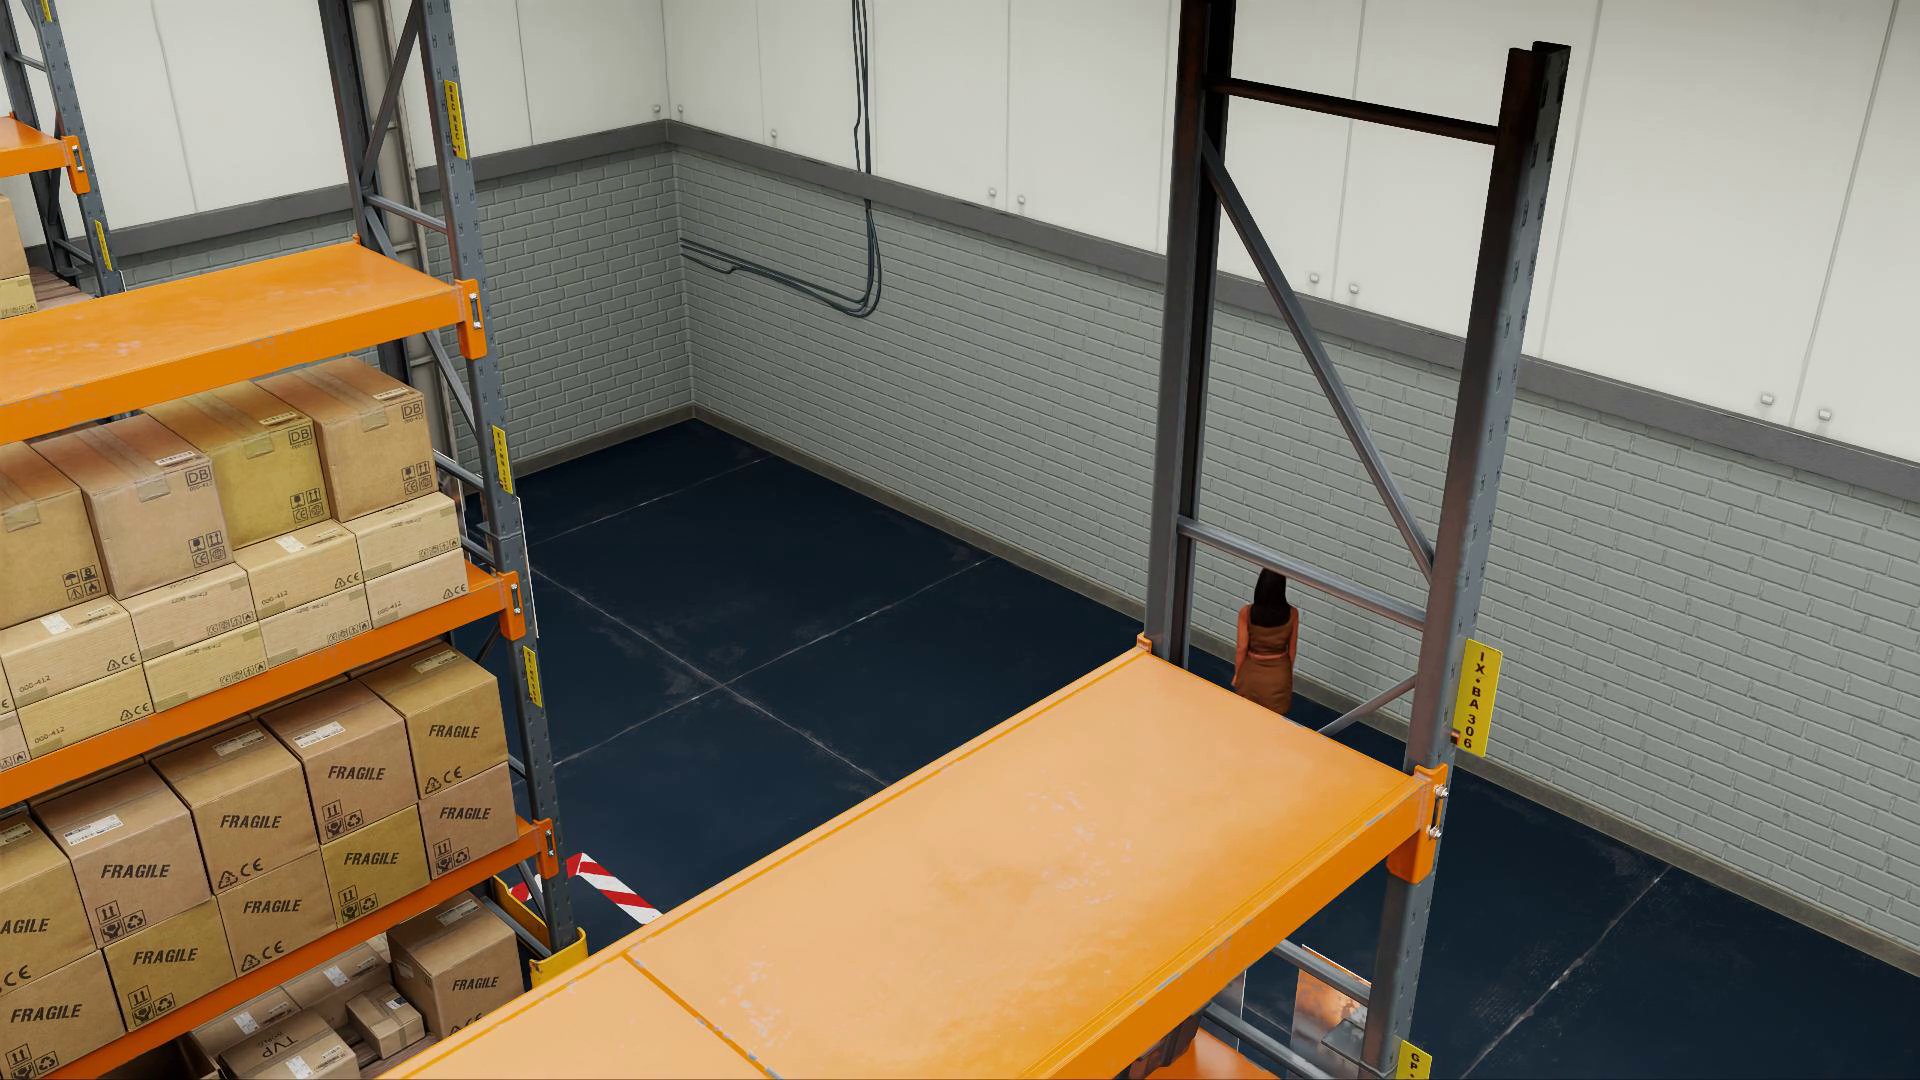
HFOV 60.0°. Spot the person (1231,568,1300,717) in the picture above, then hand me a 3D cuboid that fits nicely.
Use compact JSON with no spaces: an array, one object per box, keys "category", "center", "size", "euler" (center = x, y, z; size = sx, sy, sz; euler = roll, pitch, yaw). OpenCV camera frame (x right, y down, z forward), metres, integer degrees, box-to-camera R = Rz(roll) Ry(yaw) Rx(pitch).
[{"category":"person","center":[2.013,0.922,11.015],"size":[0.634,1.684,0.697],"euler":[0,27,-1]}]
